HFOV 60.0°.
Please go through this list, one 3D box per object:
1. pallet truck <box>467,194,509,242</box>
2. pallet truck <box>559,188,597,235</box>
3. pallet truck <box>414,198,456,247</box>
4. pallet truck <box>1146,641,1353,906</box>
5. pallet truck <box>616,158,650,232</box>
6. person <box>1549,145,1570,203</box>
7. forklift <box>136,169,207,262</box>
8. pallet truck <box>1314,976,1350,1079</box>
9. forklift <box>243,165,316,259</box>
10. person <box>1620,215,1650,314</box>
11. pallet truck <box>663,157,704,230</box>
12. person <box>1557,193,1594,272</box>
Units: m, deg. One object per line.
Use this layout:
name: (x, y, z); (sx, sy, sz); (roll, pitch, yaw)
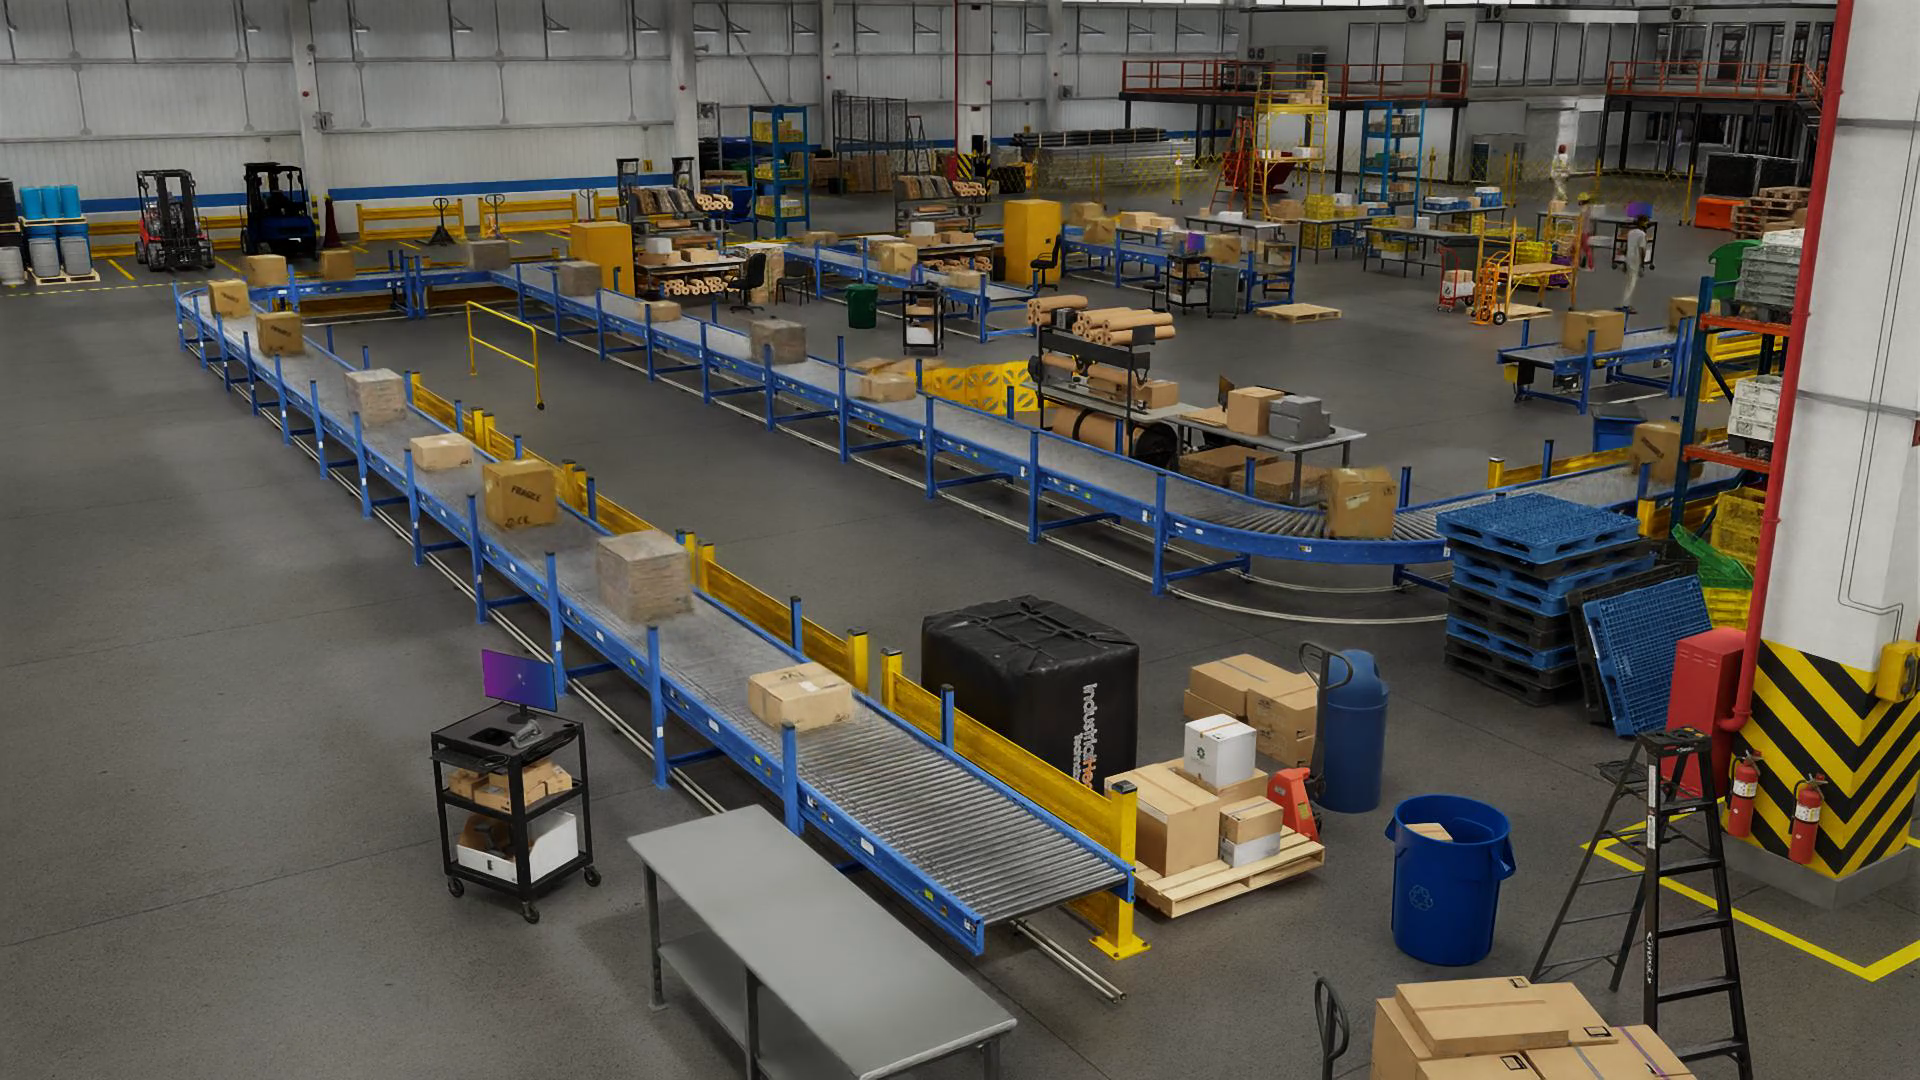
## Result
pallet truck: (-11.983, -8.177, 42.137); (0.704, 1.261, 1.522); (-11, 20, -33)
pallet truck: (-10.010, -8.652, 43.699); (0.653, 1.274, 1.630); (-10, 20, -31)
pallet truck: (-13.250, -8.060, 41.856); (0.680, 1.201, 1.601); (-10, 20, -31)
pallet truck: (1.664, 1.407, 10.232); (1.630, 1.274, 0.653); (-10, 20, -31)
pallet truck: (-8.918, -9.176, 44.255); (0.823, 1.965, 1.885); (-9, 19, -27)
person: (18.721, -11.376, 51.832); (0.586, 1.855, 0.886); (-6, 18, -18)
forklift: (-17.842, -7.318, 37.559); (1.157, 1.987, 2.680); (-10, 20, -31)
pallet truck: (2.299, 2.390, 7.086); (1.601, 1.201, 0.680); (-2, 17, -7)
forklift: (-15.898, -7.669, 38.708); (1.157, 1.987, 2.680); (-11, 20, -33)
person: (12.656, -5.157, 31.168); (0.582, 1.835, 0.525); (-4, 17, -13)
pallet truck: (-7.586, -9.308, 44.692); (0.823, 1.965, 1.885); (-11, 20, -33)
person: (13.708, -6.803, 36.820); (0.895, 1.711, 0.543); (9, 19, 27)
